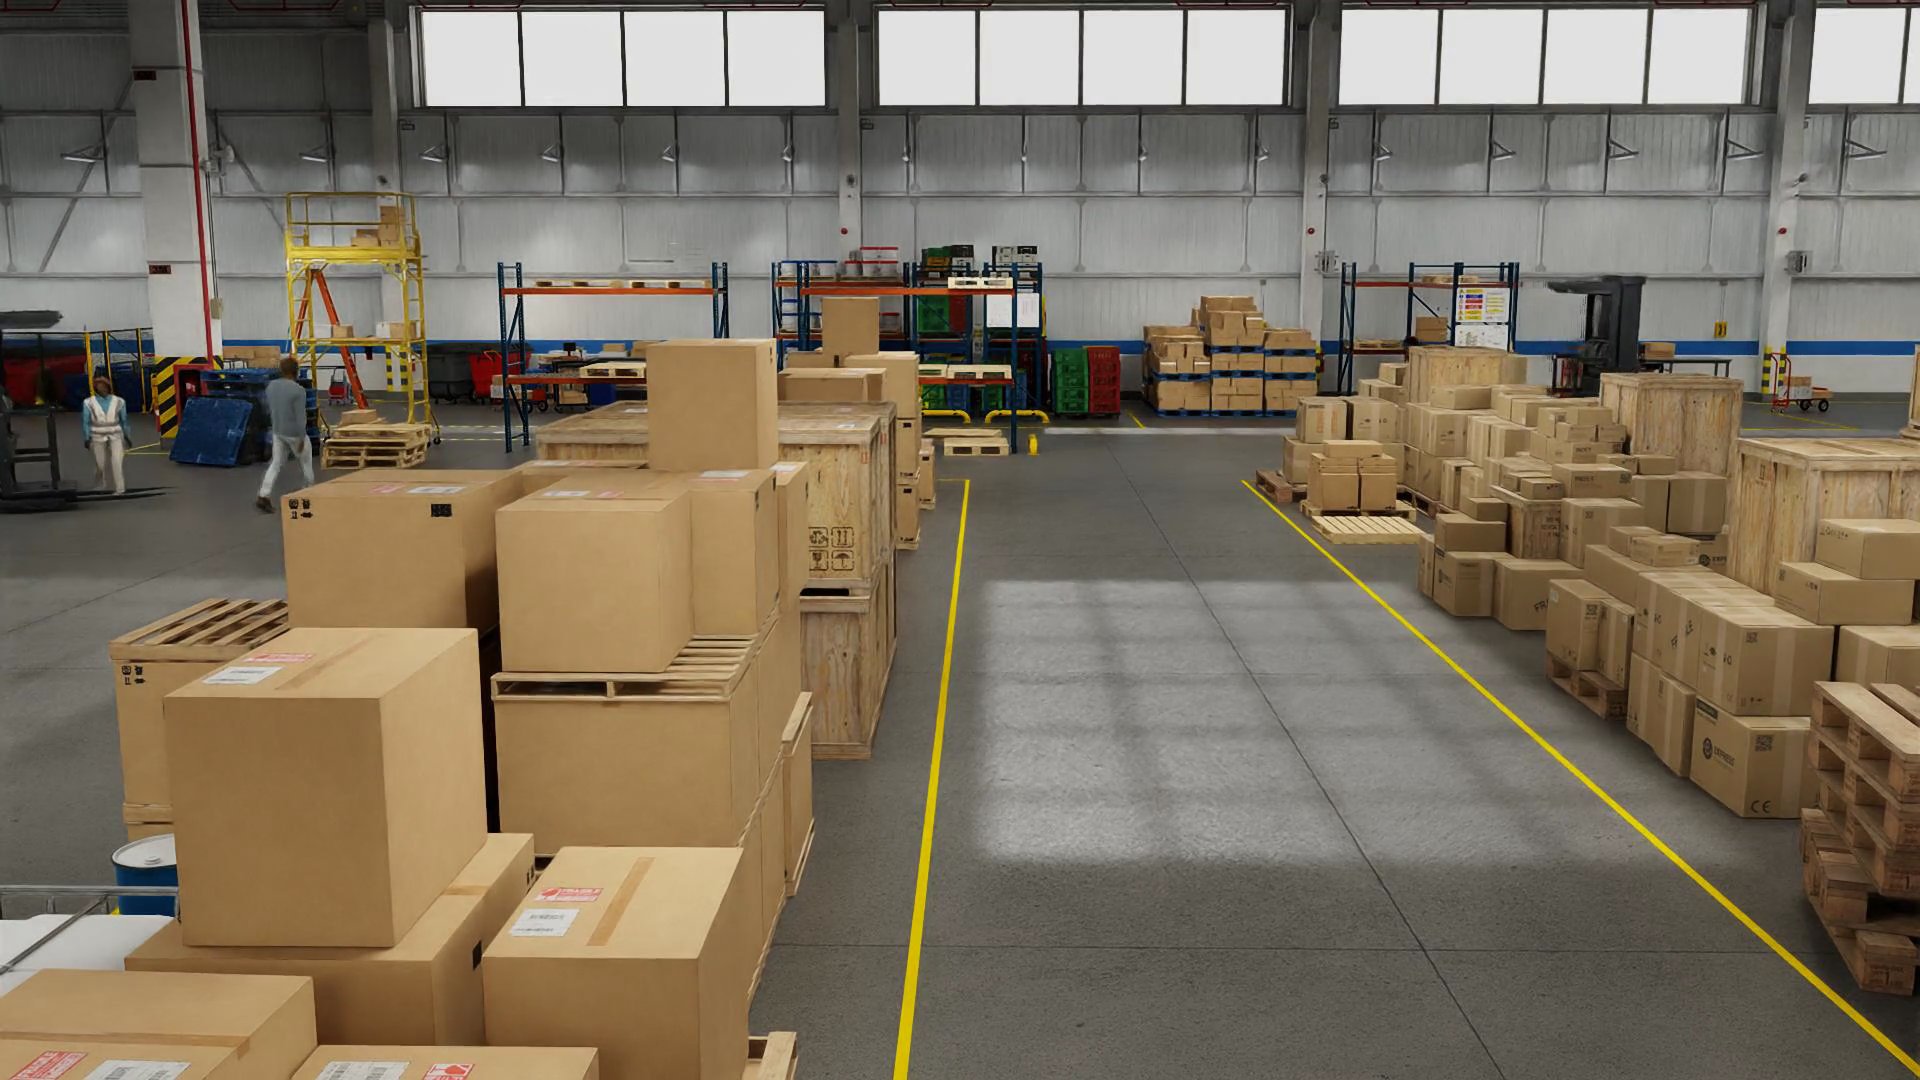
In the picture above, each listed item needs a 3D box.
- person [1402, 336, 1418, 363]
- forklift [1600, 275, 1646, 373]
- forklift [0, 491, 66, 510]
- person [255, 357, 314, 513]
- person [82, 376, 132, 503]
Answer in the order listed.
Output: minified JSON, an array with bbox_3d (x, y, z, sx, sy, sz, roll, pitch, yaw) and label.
[{"bbox_3d":[7.129,-2.234,25.969,0.794,1.888,0.606,3,10,19],"label":"person"},{"bbox_3d":[10.481,-2.805,26.440,1.873,2.768,1.129,0,9,1],"label":"forklift"},{"bbox_3d":[-12.009,-1.756,20.152,1.873,2.768,1.129,-5,11,-26],"label":"forklift"},{"bbox_3d":[-8.201,-1.275,20.221,0.640,1.908,0.966,4,10,21],"label":"person"},{"bbox_3d":[-10.878,-1.300,21.210,0.548,1.613,0.637,-5,11,-28],"label":"person"}]
